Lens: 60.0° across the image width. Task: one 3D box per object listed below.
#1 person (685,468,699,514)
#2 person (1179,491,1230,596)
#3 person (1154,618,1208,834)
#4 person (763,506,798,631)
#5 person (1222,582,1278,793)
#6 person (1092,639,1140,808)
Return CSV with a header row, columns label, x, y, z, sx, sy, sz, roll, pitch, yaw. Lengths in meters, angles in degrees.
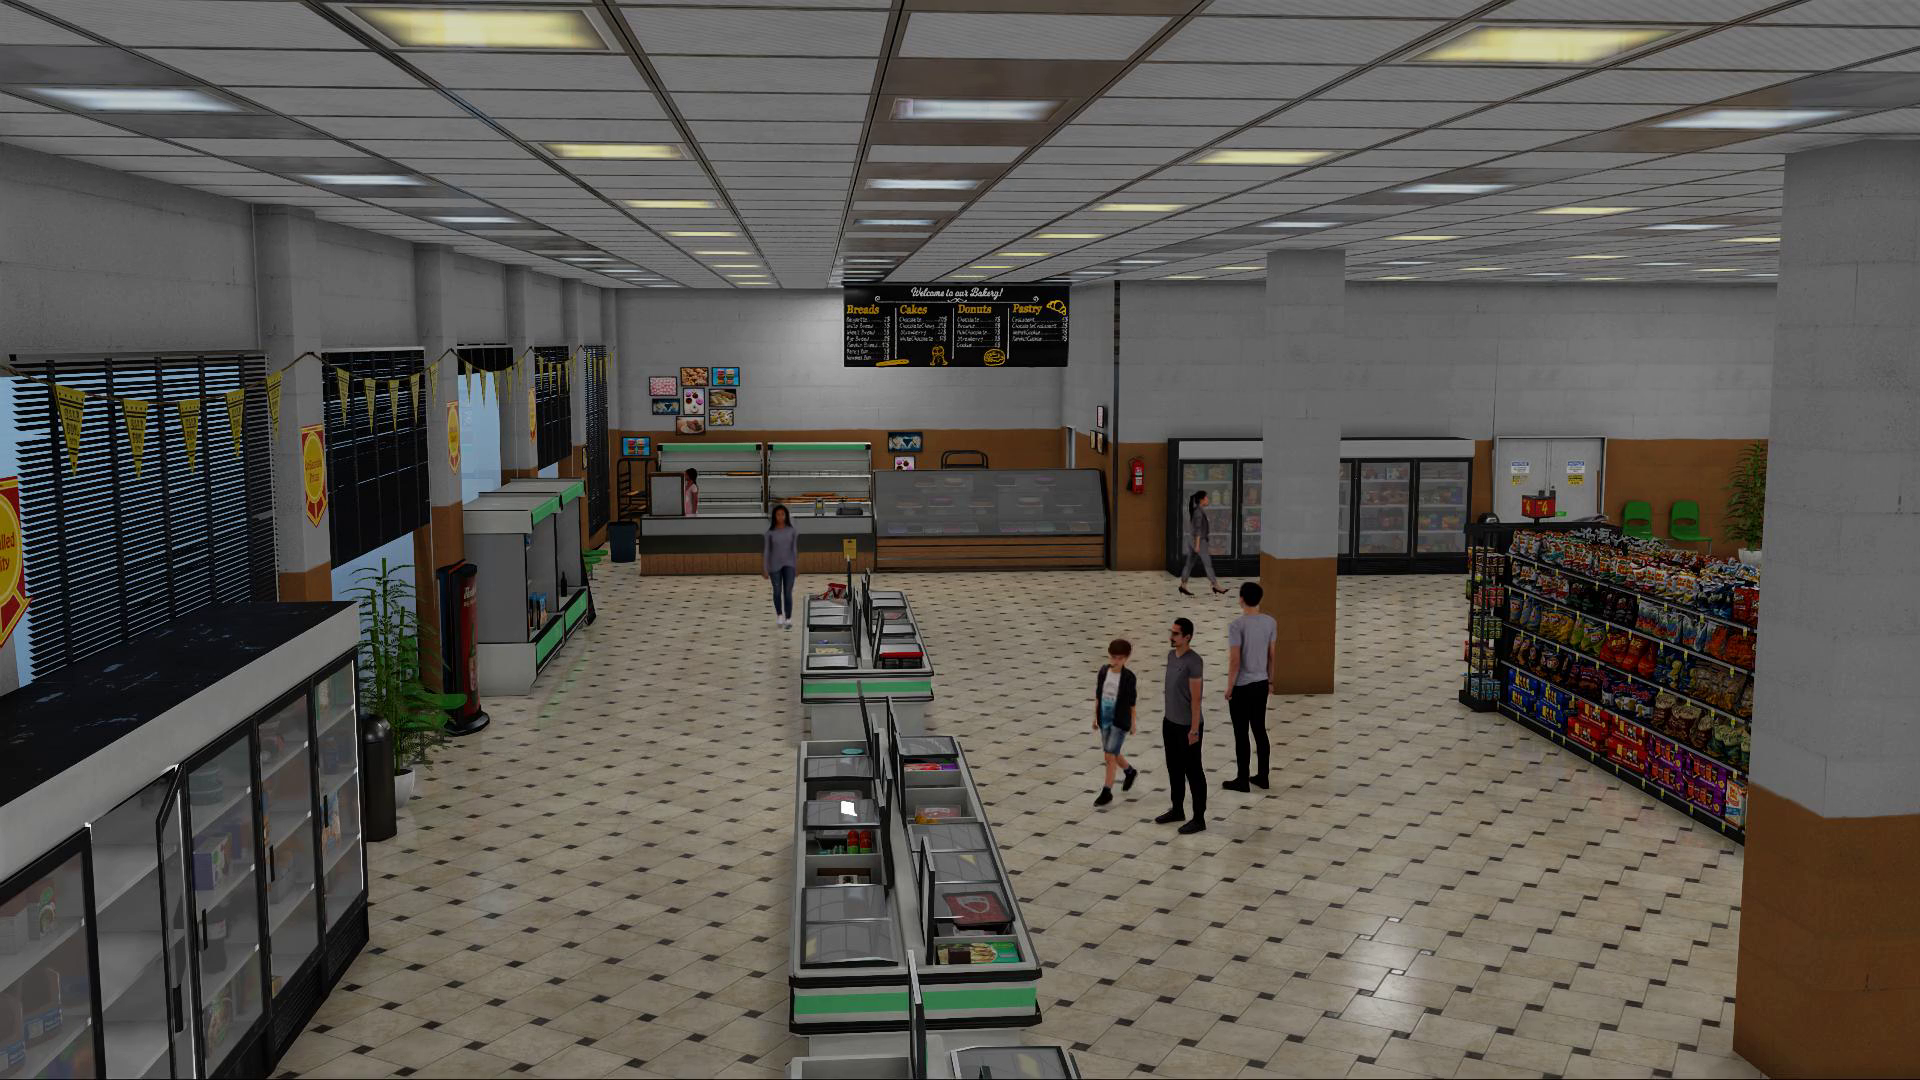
label,x,y,z,sx,sy,sz,roll,pitch,yaw
person,-4.769,-0.413,29.508,0.706,1.740,0.572,-4,8,-27
person,3.605,0.080,25.848,0.710,1.640,0.936,0,7,-3
person,1.845,1.497,13.660,0.736,1.751,0.591,-4,8,-27
person,-2.478,0.404,22.987,0.696,1.683,1.166,-1,7,-10
person,2.579,1.301,14.811,0.745,1.863,0.701,-4,8,-30
person,1.383,1.571,14.458,0.942,1.411,0.979,7,10,43
